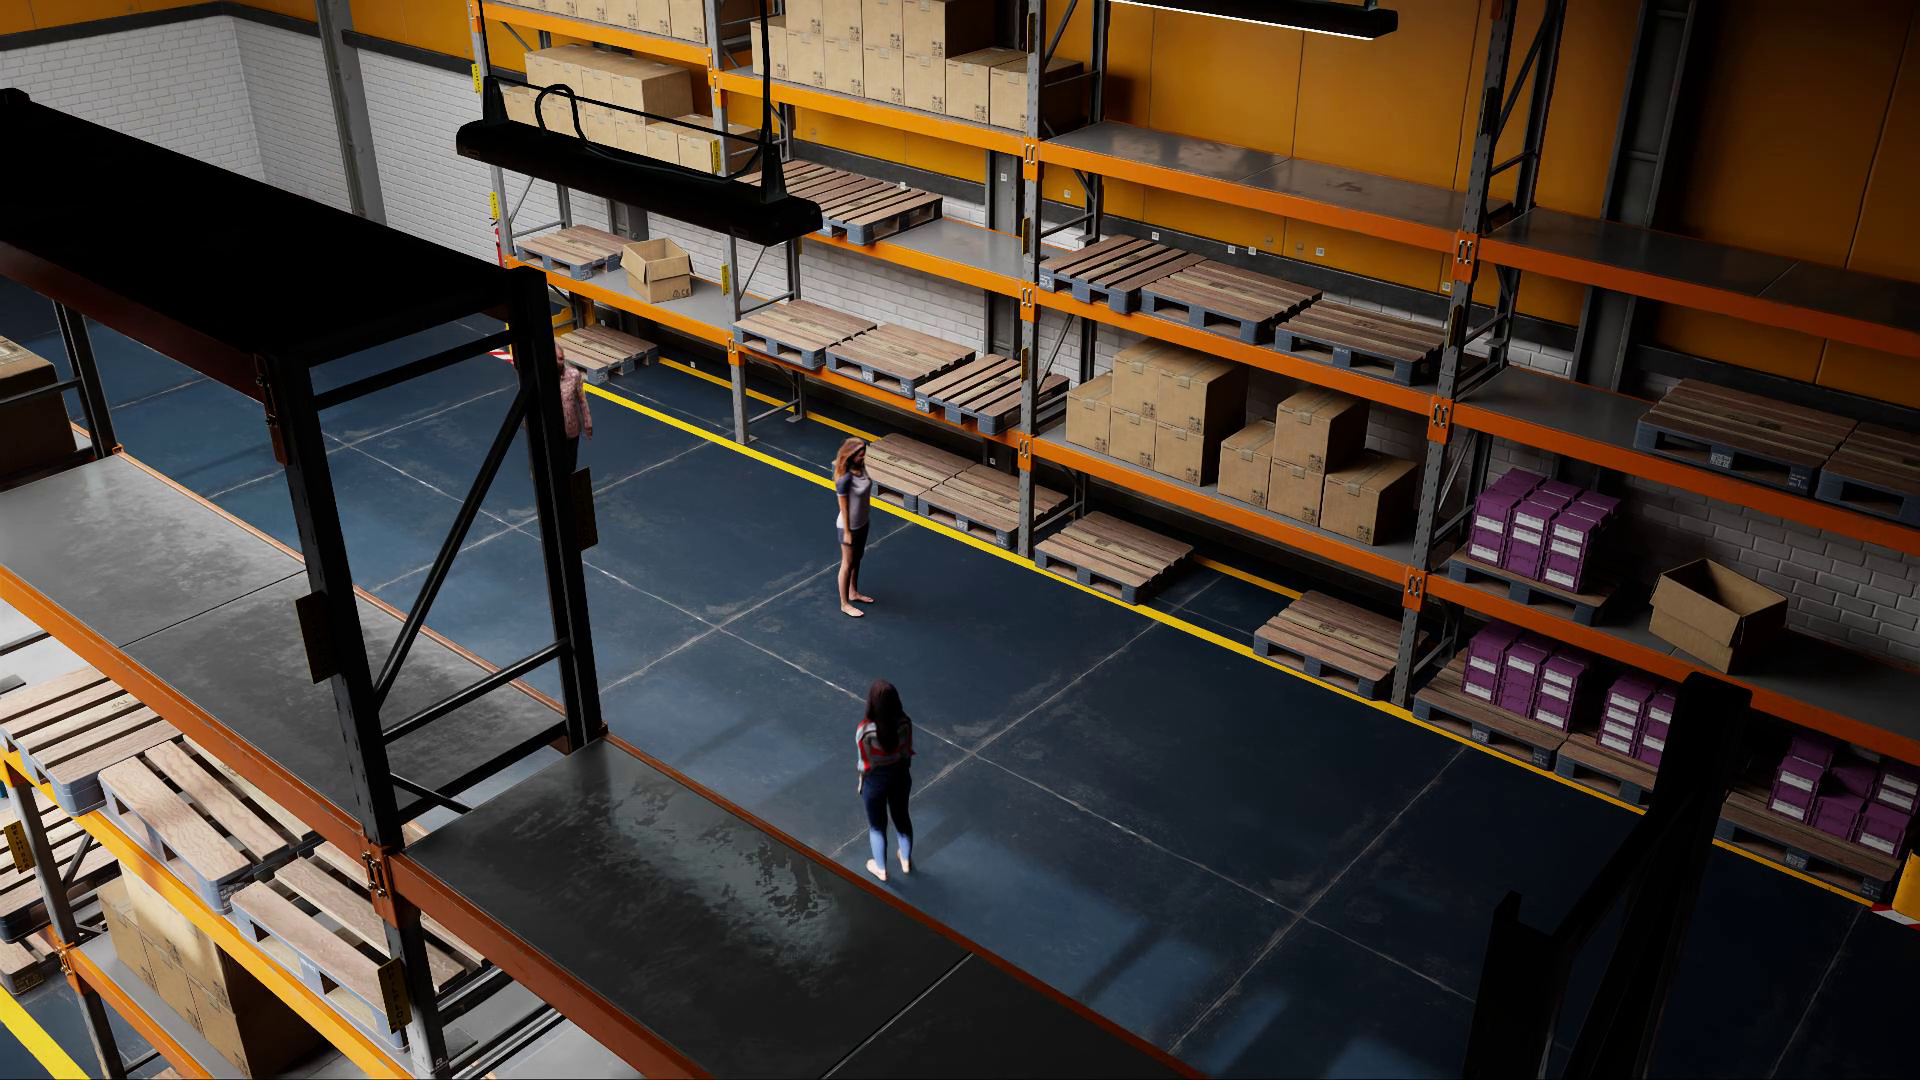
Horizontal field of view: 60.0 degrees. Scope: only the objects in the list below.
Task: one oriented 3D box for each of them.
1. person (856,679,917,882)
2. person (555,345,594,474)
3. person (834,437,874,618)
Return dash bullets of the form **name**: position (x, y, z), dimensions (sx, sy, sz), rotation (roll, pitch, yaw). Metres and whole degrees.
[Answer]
- **person**: position (-0.520, 1.690, 11.758), dimensions (0.662, 1.611, 0.641), rotation (-13, 31, -22)
- **person**: position (-4.047, -1.151, 16.791), dimensions (0.957, 1.779, 1.145), rotation (-15, 32, -25)
- **person**: position (-0.975, -0.149, 15.009), dimensions (0.649, 1.725, 0.664), rotation (11, 30, 19)
